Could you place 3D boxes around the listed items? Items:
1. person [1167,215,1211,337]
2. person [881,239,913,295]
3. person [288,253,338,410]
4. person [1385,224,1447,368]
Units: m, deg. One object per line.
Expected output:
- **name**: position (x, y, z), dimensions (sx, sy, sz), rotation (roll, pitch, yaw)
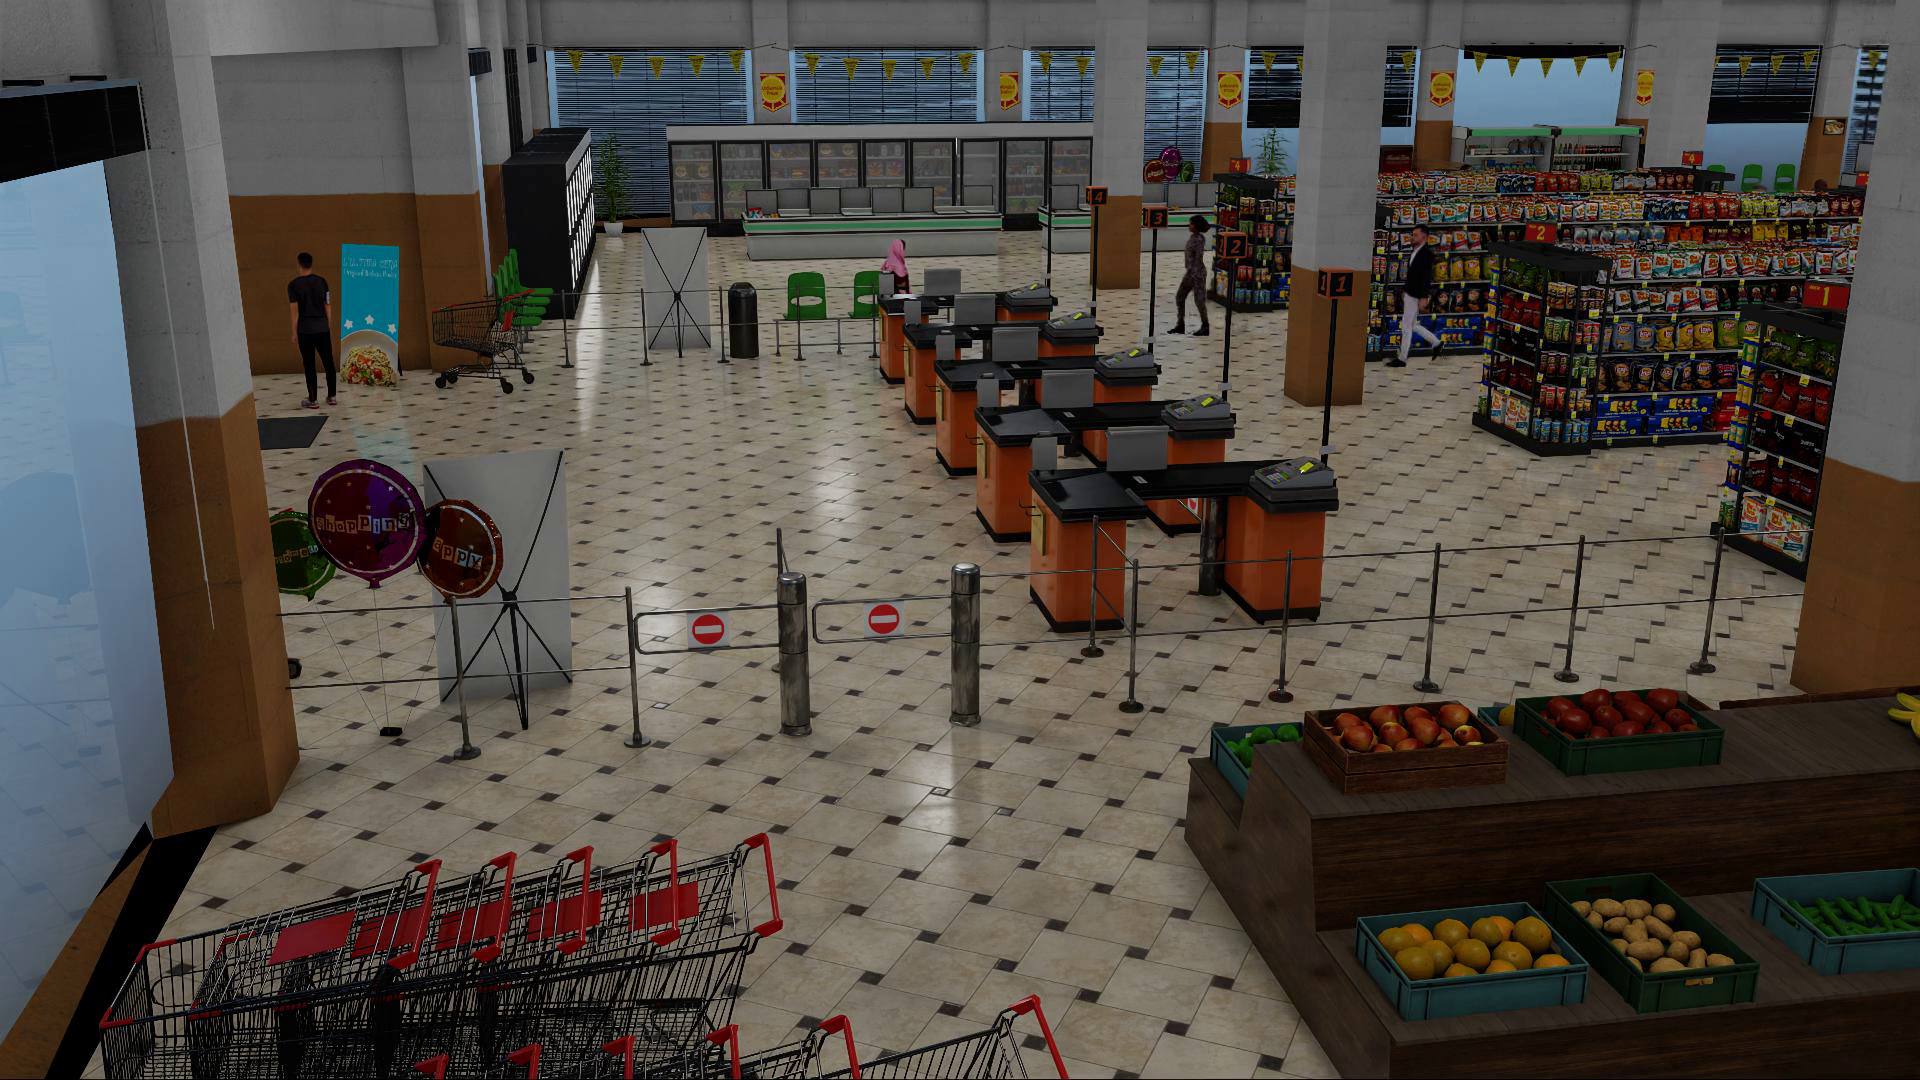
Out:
- **person**: position (3.407, -3.708, 23.465), dimensions (0.838, 1.693, 0.635), rotation (-4, 17, -14)
- **person**: position (-0.817, -3.069, 21.467), dimensions (0.671, 1.630, 0.711), rotation (-7, 18, -21)
- **person**: position (-7.407, -2.401, 19.040), dimensions (0.778, 1.763, 0.690), rotation (15, 22, 40)
- **person**: position (5.904, -3.117, 21.293), dimensions (1.067, 1.824, 0.734), rotation (-1, 17, -5)
